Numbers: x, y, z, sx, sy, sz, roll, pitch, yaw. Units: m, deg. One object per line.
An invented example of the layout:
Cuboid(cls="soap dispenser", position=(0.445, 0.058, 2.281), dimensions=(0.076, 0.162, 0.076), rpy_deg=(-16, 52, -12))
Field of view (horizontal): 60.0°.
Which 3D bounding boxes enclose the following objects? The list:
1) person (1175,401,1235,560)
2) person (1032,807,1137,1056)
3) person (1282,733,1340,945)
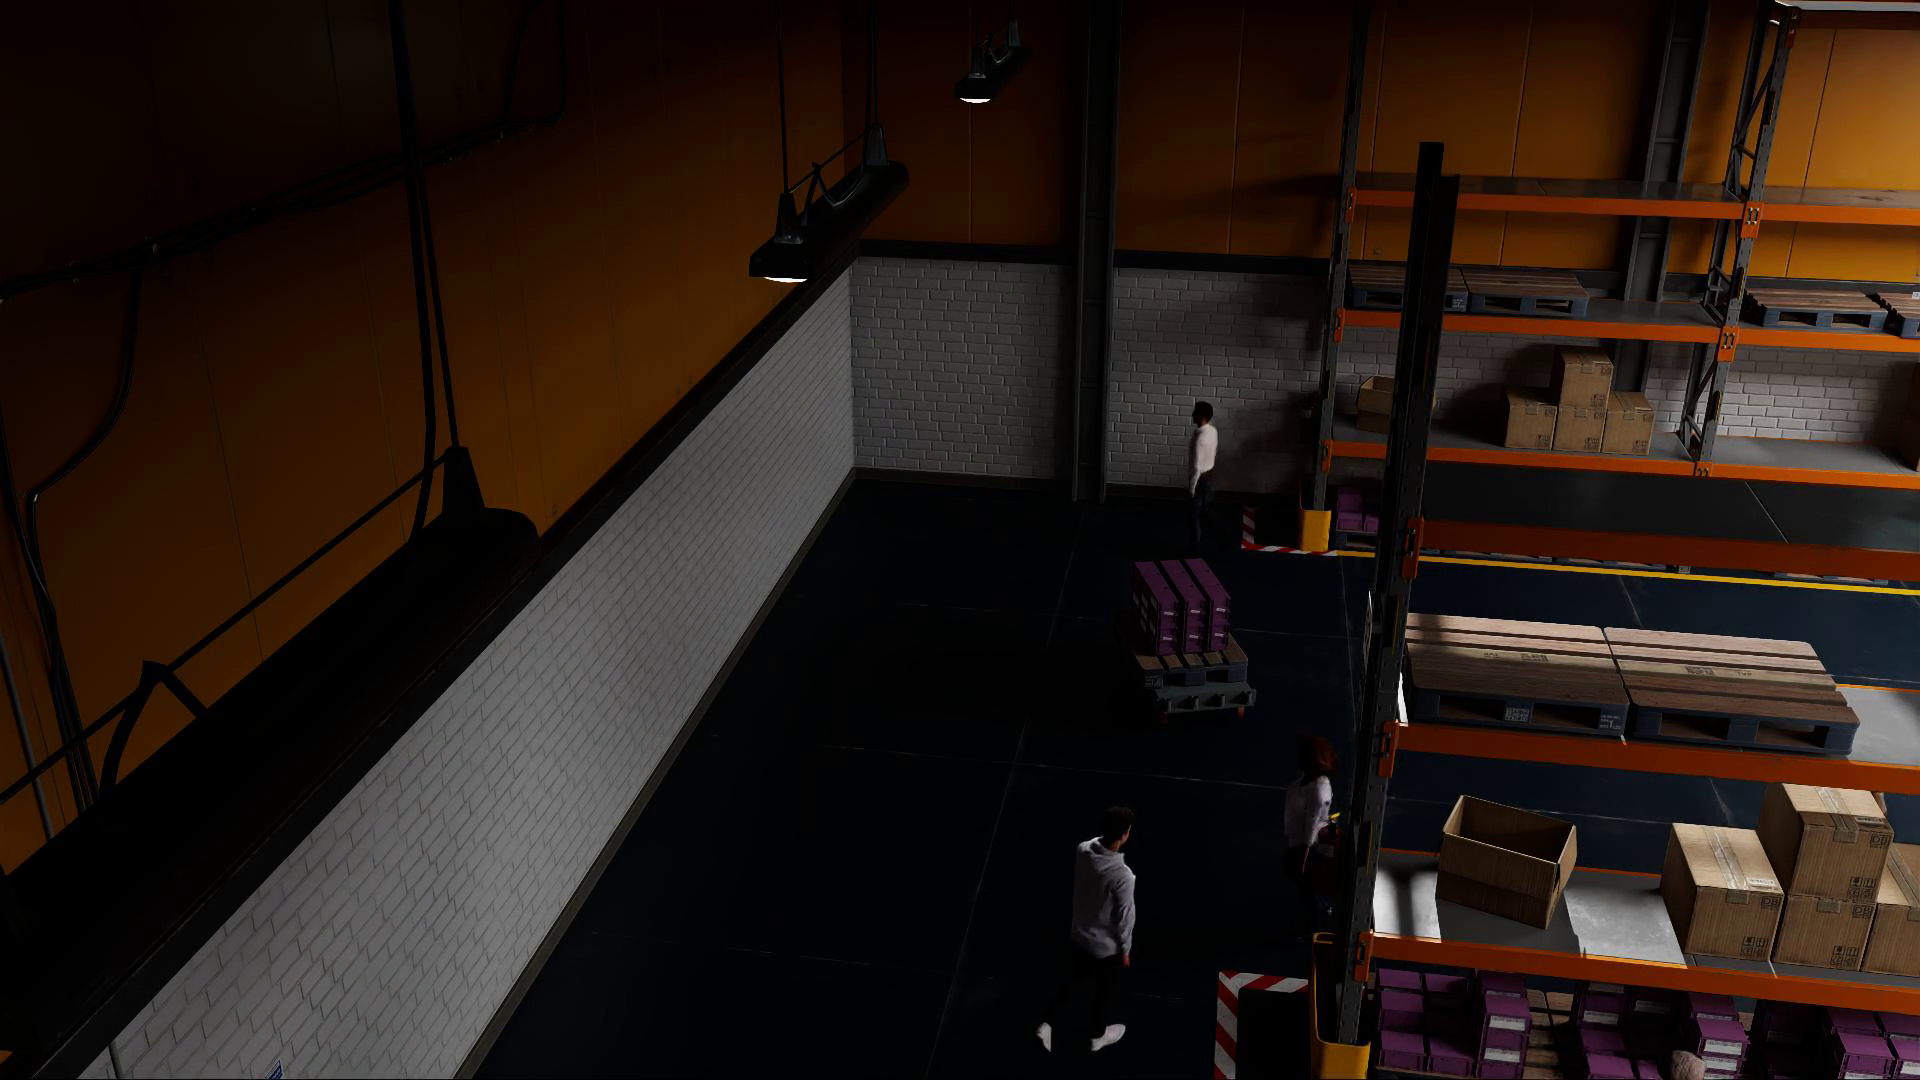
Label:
Cuboid(cls="person", position=(2.738, -0.619, 18.305), dimensions=(0.960, 1.855, 0.827), rpy_deg=(12, 26, 25))
Cuboid(cls="person", position=(0.835, 2.609, 10.853), dimensions=(1.084, 1.909, 1.112), rpy_deg=(22, 32, 40))
Cuboid(cls="person", position=(2.639, 2.185, 12.088), dimensions=(0.725, 1.697, 0.723), rpy_deg=(-1, 24, -2))
